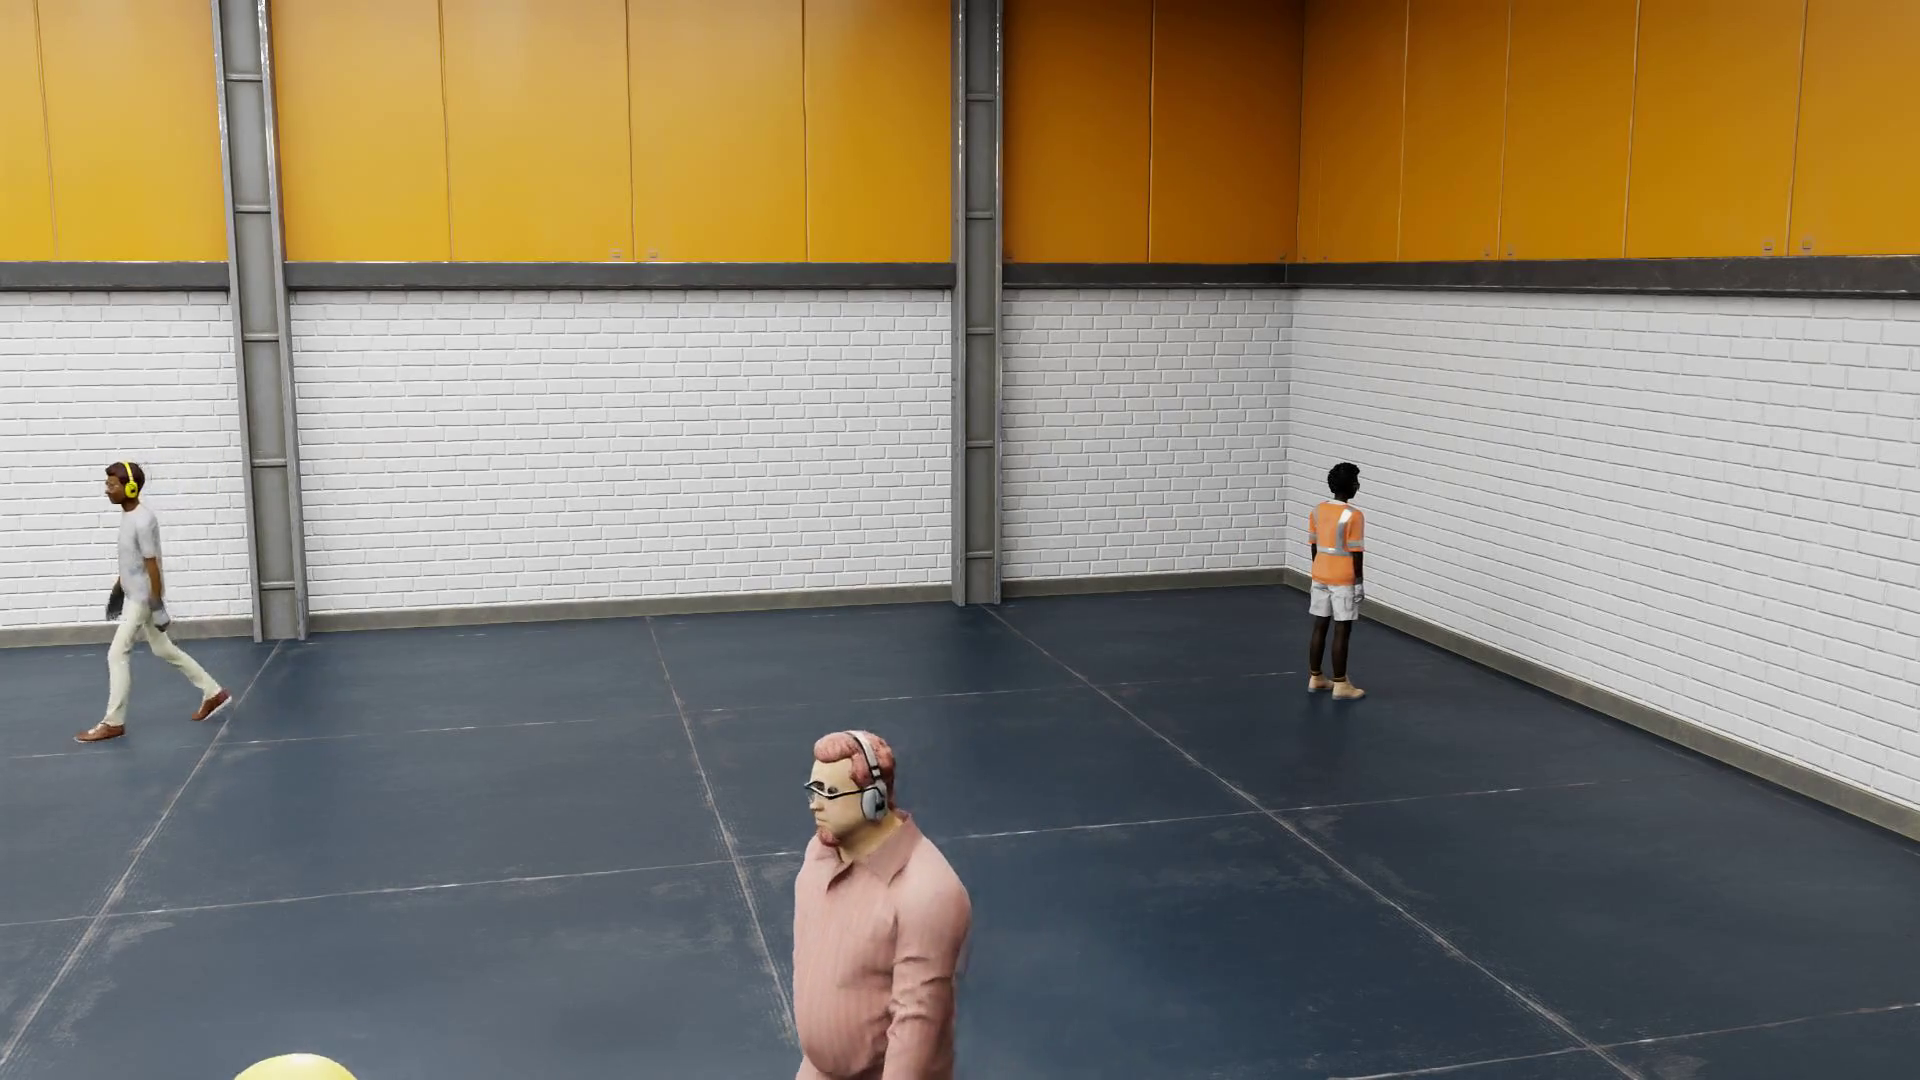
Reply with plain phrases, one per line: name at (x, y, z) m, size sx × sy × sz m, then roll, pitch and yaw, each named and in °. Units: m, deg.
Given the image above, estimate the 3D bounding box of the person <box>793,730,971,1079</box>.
person at (-0.291, 1.421, 4.355) m, size 0.988 × 1.857 × 0.643 m, roll -8°, pitch 12°, yaw -41°

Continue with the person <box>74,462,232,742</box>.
person at (-5.358, 0.373, 10.995) m, size 0.951 × 1.831 × 0.530 m, roll -6°, pitch 11°, yaw -31°

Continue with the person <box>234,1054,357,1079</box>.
person at (-0.807, 1.692, 2.567) m, size 0.714 × 1.883 × 0.362 m, roll -2°, pitch 9°, yaw -11°

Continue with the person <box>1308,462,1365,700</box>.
person at (2.707, 0.288, 11.915) m, size 0.319 × 1.695 × 0.538 m, roll -4°, pitch 10°, yaw -26°
